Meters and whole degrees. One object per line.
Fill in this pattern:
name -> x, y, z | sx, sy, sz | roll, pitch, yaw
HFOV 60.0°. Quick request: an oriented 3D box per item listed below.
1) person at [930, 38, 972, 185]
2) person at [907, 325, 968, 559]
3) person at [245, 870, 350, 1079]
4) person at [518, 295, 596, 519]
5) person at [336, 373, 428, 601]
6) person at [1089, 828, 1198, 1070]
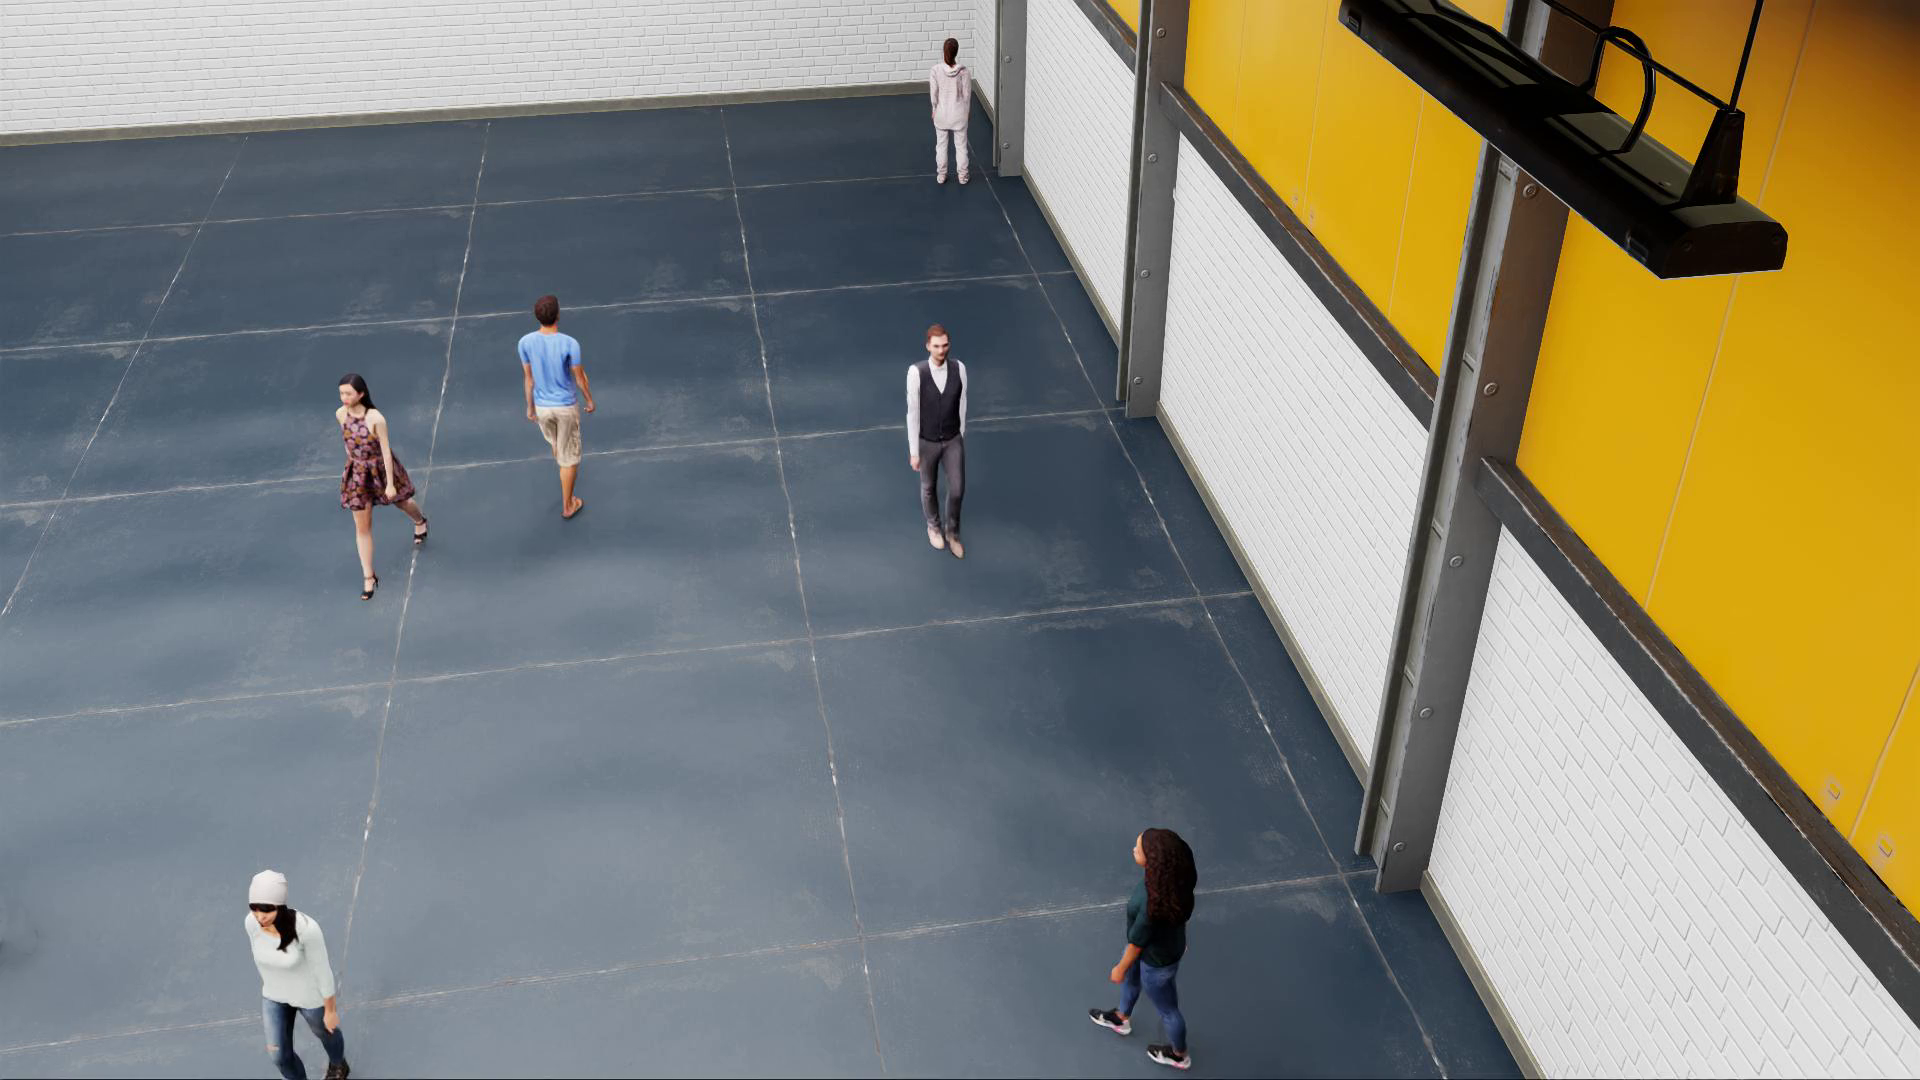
person -> -0.107, -4.996, 19.419 | 0.698, 1.692, 0.665 | 4, 34, 6
person -> -0.200, -0.821, 12.929 | 0.666, 1.923, 0.712 | -7, 34, -11
person -> -3.363, 2.262, 8.550 | 0.729, 1.635, 0.817 | 5, 34, 7
person -> -3.252, -1.023, 13.314 | 0.862, 1.832, 1.145 | 4, 34, 6
person -> -4.373, -0.494, 12.618 | 0.917, 1.722, 1.273 | 7, 34, 10
person -> 1.113, 2.182, 8.709 | 0.897, 1.592, 0.897 | 11, 35, 17
